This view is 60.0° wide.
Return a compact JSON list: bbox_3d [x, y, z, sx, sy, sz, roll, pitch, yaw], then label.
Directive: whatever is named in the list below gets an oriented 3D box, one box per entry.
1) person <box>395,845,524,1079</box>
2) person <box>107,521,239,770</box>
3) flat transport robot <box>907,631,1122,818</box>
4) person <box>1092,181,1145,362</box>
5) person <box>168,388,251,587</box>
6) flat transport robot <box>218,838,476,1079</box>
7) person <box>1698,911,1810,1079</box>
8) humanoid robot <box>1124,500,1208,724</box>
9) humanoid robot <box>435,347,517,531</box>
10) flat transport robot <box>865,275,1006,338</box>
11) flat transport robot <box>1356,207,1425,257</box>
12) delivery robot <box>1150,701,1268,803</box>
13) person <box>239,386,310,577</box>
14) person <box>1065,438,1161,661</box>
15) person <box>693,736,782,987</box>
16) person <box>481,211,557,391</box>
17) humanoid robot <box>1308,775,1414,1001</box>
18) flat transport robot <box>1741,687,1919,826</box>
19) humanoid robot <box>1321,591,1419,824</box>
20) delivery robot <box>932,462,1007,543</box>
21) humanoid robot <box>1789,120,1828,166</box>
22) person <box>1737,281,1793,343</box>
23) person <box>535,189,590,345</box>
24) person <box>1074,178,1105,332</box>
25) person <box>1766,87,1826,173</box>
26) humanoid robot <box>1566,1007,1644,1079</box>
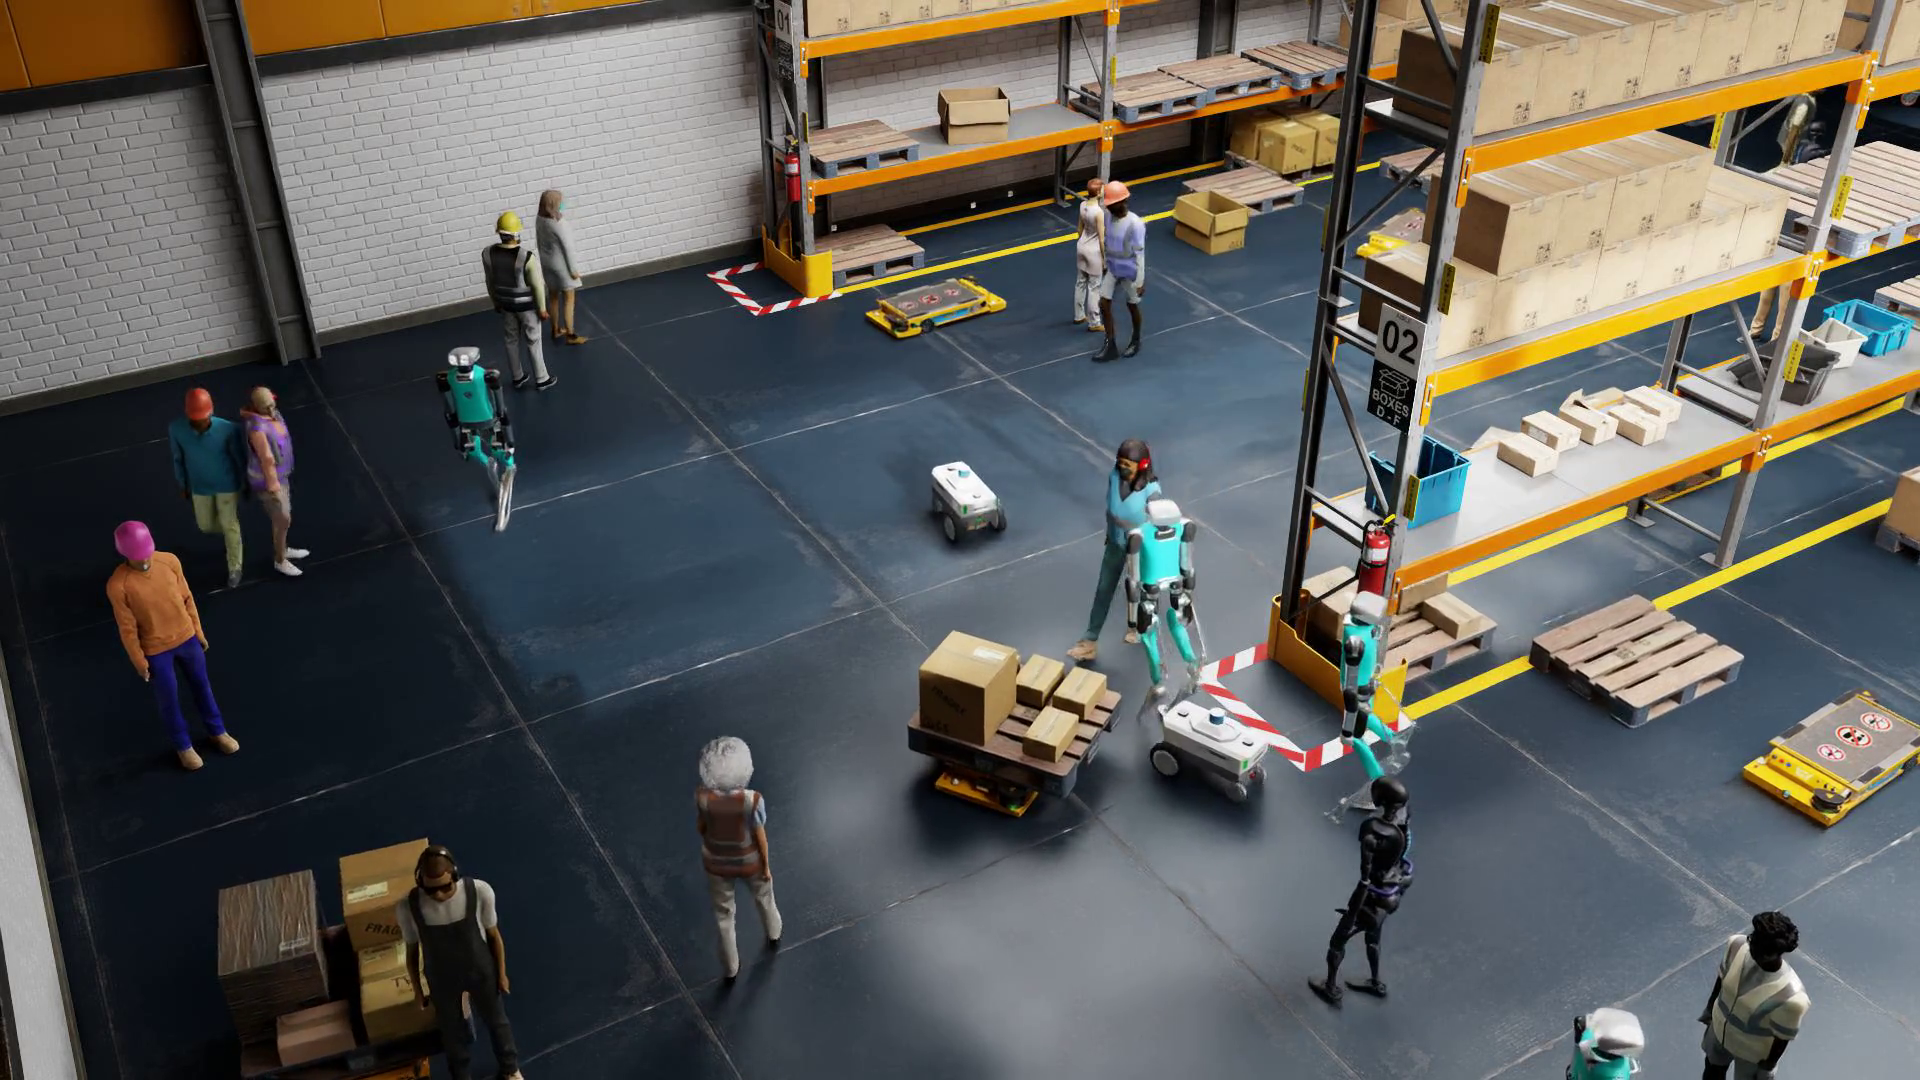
[{"bbox_3d":[-2.670,2.333,8.888,0.505,1.838,0.328,-8,33,-13],"label":"person"},{"bbox_3d":[-5.425,0.701,11.368,0.401,1.972,0.520,24,39,33],"label":"person"},{"bbox_3d":[0.435,1.403,11.846,0.659,0.231,1.431,15,35,23],"label":"flat transport robot"},{"bbox_3d":[1.624,-2.708,16.872,0.750,1.887,0.661,-25,40,-34],"label":"person"},{"bbox_3d":[-6.035,-0.485,13.483,0.580,1.720,0.557,-2,32,-3],"label":"person"},{"bbox_3d":[-3.440,2.815,9.594,0.659,0.231,1.431,-11,34,-17],"label":"flat transport robot"},{"bbox_3d":[4.062,2.577,8.636,0.319,1.691,0.533,-10,34,-16],"label":"person"},{"bbox_3d":[1.488,0.637,11.721,0.531,1.814,0.776,-11,34,-17],"label":"humanoid robot"},{"bbox_3d":[-4.022,-0.916,14.232,0.547,1.859,0.843,-1,32,-1],"label":"humanoid robot"},{"bbox_3d":[-0.262,-2.551,18.152,1.431,0.231,0.659,-20,37,-29],"label":"flat transport robot"},{"bbox_3d":[5.363,-3.624,19.864,0.659,0.231,1.431,22,38,31],"label":"flat transport robot"},{"bbox_3d":[1.740,1.419,11.551,0.769,0.594,0.499,23,39,32],"label":"delivery robot"},{"bbox_3d":[-5.574,-0.497,13.543,0.376,1.673,0.558,-1,32,-2],"label":"person"},{"bbox_3d":[1.184,0.101,12.451,0.524,1.821,0.951,25,40,34],"label":"person"},{"bbox_3d":[-1.325,1.862,9.795,0.455,1.662,0.563,0,32,1],"label":"person"},{"bbox_3d":[-4.327,-2.342,16.349,0.602,1.828,0.404,9,33,14],"label":"person"},{"bbox_3d":[2.347,1.984,9.587,0.443,1.642,0.612,23,39,32],"label":"humanoid robot"},{"bbox_3d":[6.219,1.500,11.691,1.431,0.231,0.659,-21,38,-29],"label":"flat transport robot"},{"bbox_3d":[2.753,1.155,10.856,0.686,1.788,0.550,12,34,18],"label":"humanoid robot"},{"bbox_3d":[0.042,-0.354,14.389,0.499,0.606,0.807,-14,35,-21],"label":"delivery robot"},{"bbox_3d":[9.708,-4.070,19.310,0.777,1.648,0.598,-5,32,-8],"label":"humanoid robot"},{"bbox_3d":[8.477,-2.786,17.126,0.325,1.752,0.562,-17,36,-25],"label":"person"},{"bbox_3d":[-4.165,-2.852,17.318,0.495,1.660,0.336,22,38,31],"label":"person"},{"bbox_3d":[1.406,-3.015,17.581,0.286,1.660,0.438,-19,37,-28],"label":"person"},{"bbox_3d":[10.183,-4.883,20.434,0.762,1.802,0.584,16,35,23],"label":"person"},{"bbox_3d":[3.176,2.967,8.006,0.652,1.835,0.538,-1,32,-1],"label":"humanoid robot"}]
